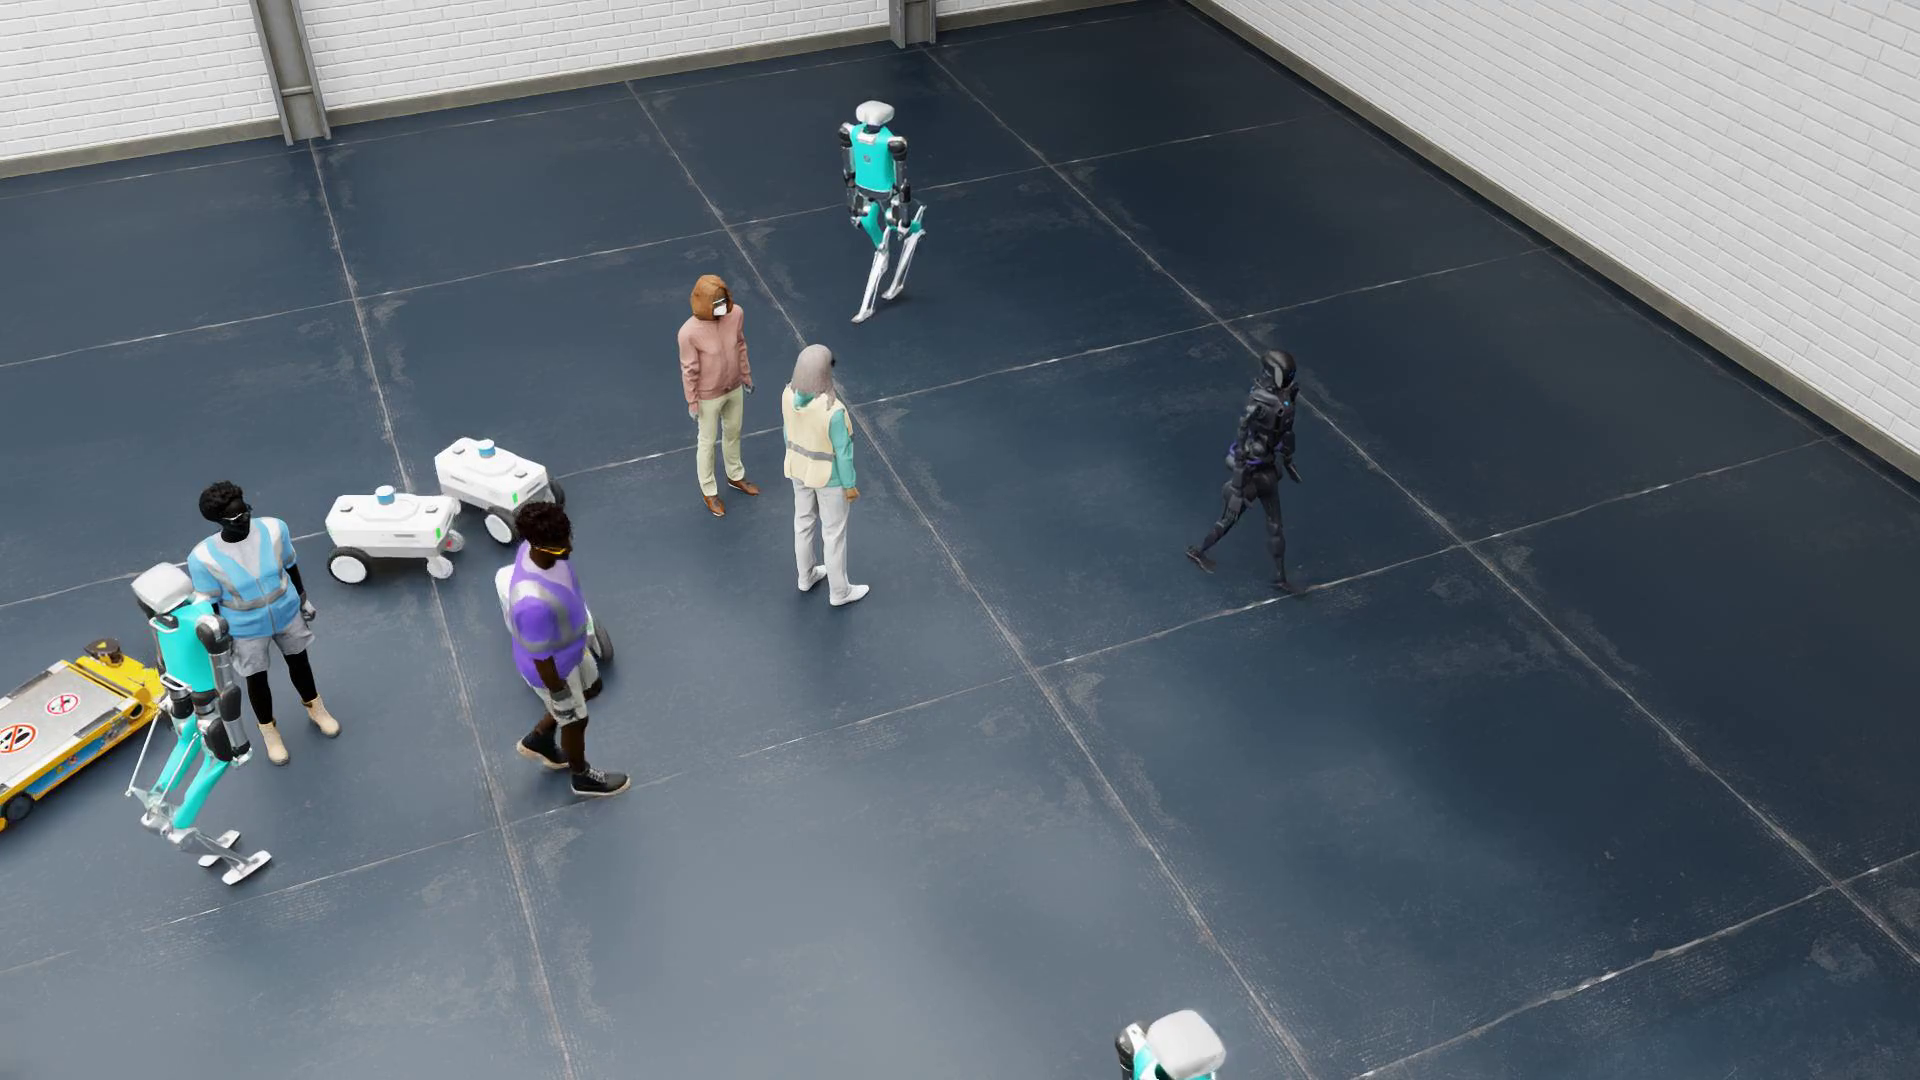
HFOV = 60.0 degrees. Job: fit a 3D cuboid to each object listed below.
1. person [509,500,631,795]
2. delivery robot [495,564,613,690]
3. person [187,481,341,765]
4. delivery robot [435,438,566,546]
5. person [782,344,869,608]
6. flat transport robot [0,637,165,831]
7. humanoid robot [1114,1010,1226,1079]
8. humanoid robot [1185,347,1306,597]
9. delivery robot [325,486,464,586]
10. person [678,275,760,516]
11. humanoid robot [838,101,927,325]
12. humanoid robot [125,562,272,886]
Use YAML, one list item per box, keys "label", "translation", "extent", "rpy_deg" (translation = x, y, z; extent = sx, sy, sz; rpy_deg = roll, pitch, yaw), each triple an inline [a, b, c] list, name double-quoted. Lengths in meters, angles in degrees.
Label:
- label: "person"
  translation: [-1.996, 0.559, 8.189]
  extent: [0.508, 1.933, 0.659]
  rpy_deg: [-2, 38, -3]
- label: "delivery robot"
  translation: [-2.354, 0.431, 9.472]
  extent: [0.499, 0.589, 0.784]
  rpy_deg: [-22, 43, -26]
- label: "person"
  translation: [-3.589, 0.409, 8.565]
  extent: [0.539, 1.699, 0.315]
  rpy_deg: [-30, 47, -33]
- label: "delivery robot"
  translation: [-2.921, -0.344, 10.501]
  extent: [0.796, 0.612, 0.499]
  rpy_deg: [19, 42, 23]
- label: "person"
  translation: [-0.808, -0.352, 9.549]
  extent: [0.472, 1.709, 0.362]
  rpy_deg: [25, 44, 29]
- label: "flat transport robot"
  translation: [-4.939, 1.083, 8.864]
  extent: [0.659, 0.231, 1.431]
  rpy_deg: [20, 42, 24]
- label: "humanoid robot"
  translation: [0.901, 2.278, 6.106]
  extent: [0.800, 1.782, 0.541]
  rpy_deg: [-24, 43, -28]
- label: "humanoid robot"
  translation: [1.739, -0.405, 9.681]
  extent: [0.784, 1.623, 0.599]
  rpy_deg: [30, 47, 33]
- label: "delivery robot"
  translation: [-3.446, -0.066, 10.113]
  extent: [0.774, 0.581, 0.499]
  rpy_deg: [1, 38, 1]
- label: "person"
  translation: [-1.494, -0.921, 10.350]
  extent: [0.265, 1.631, 0.507]
  rpy_deg: [30, 46, 33]
- label: "humanoid robot"
  translation: [-0.502, -2.476, 12.298]
  extent: [0.549, 1.773, 0.811]
  rpy_deg: [17, 41, 21]
- label: "humanoid robot"
  translation: [-3.659, 0.949, 7.767]
  extent: [0.532, 1.716, 0.723]
  rpy_deg: [21, 42, 25]
